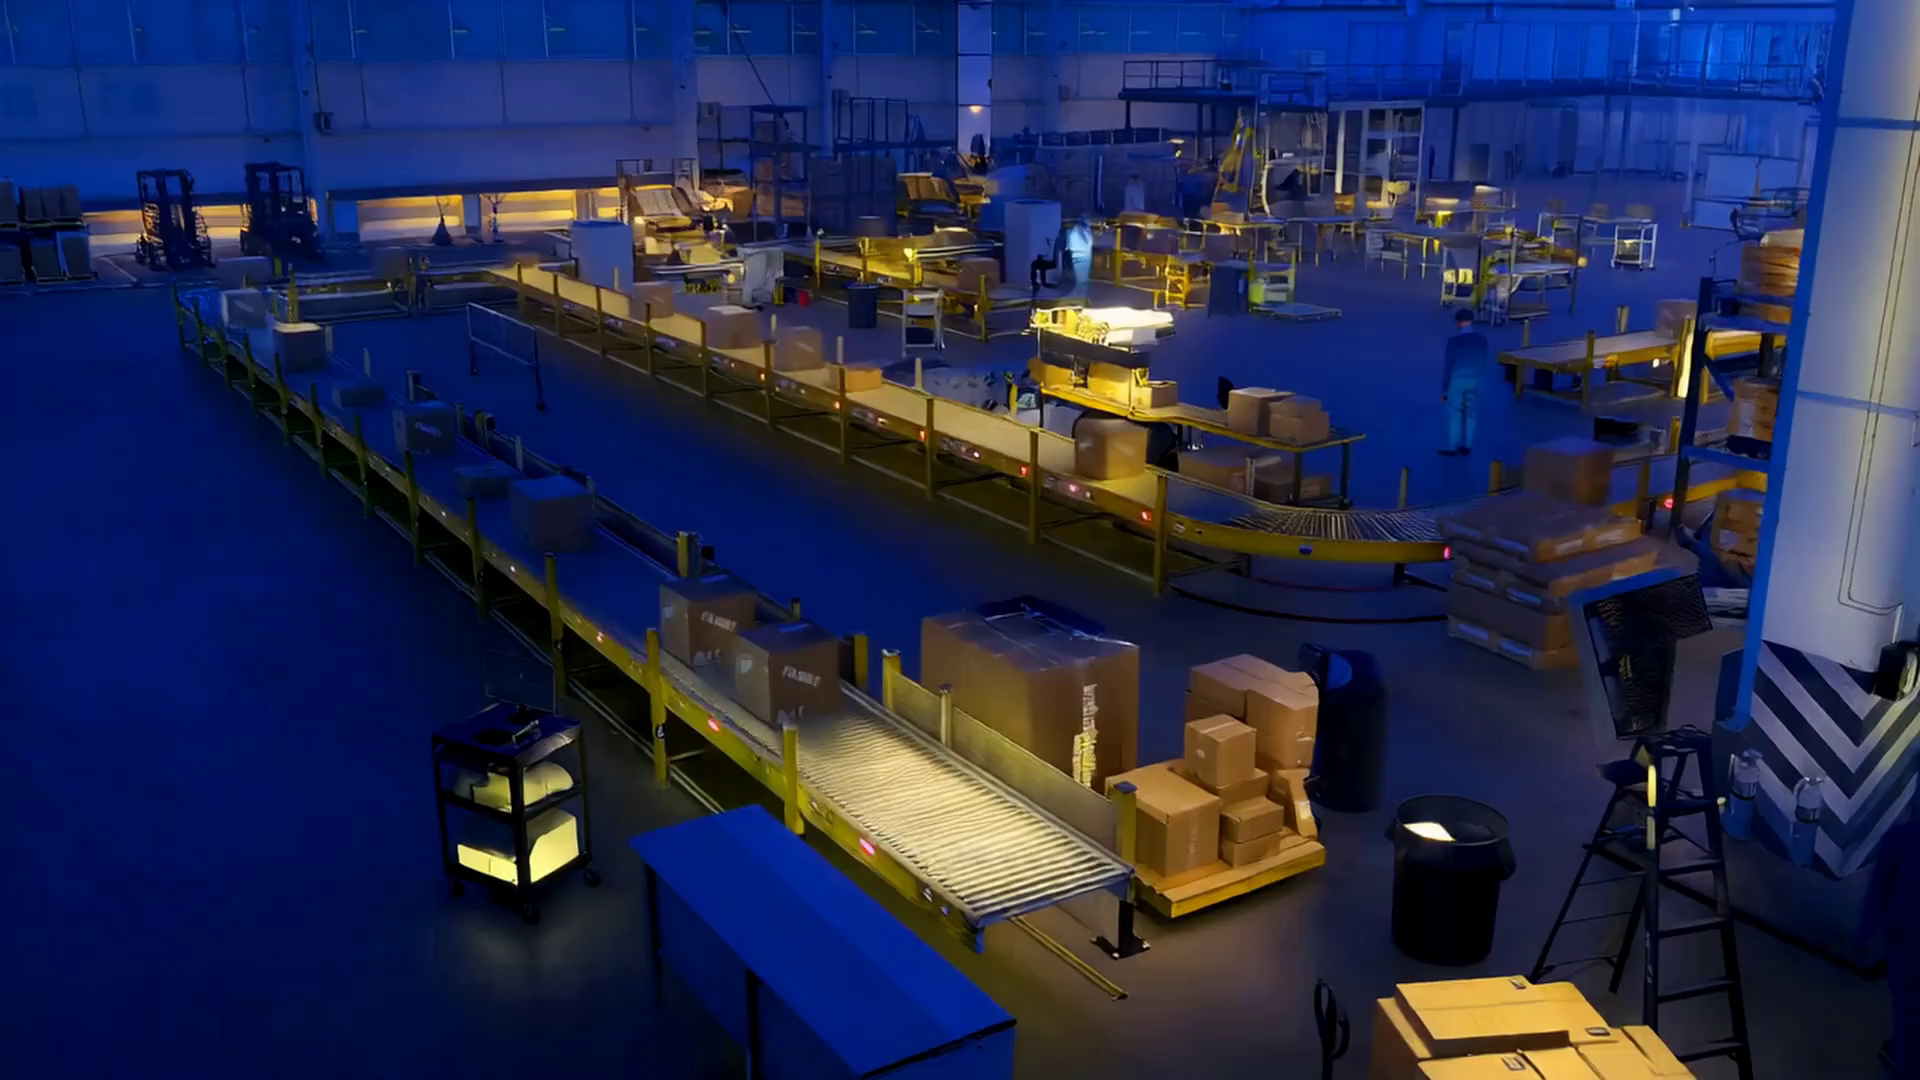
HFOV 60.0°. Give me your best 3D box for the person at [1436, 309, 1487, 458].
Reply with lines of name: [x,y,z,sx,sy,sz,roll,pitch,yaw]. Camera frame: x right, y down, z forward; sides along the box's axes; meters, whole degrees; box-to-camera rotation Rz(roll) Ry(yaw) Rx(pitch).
person: [6.126,-1.912,20.376,0.587,1.826,0.404,-8,18,-24]

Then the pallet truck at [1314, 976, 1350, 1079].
pallet truck: [2.299,2.390,7.086,1.601,1.201,0.680,-2,17,-7]

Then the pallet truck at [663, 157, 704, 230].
pallet truck: [-7.586,-9.308,44.692,0.823,1.965,1.885,-11,20,-33]

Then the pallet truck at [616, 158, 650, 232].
pallet truck: [-8.918,-9.176,44.255,0.823,1.965,1.885,-9,19,-27]

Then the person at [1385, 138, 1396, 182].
person: [14.487,-12.711,56.281,0.507,1.845,0.345,-14,22,-40]

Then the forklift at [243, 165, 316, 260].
forklift: [-15.898,-7.669,38.708,1.157,1.987,2.680,-11,20,-33]

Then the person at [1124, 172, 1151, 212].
person: [4.435,-8.124,40.978,0.950,1.856,0.742,9,19,29]

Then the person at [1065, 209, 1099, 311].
person: [2.302,-5.103,30.734,0.625,1.976,1.054,-16,23,-42]

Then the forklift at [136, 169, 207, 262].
forklift: [-17.842,-7.318,37.559,1.157,1.987,2.680,-10,20,-31]

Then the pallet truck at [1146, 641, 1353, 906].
pallet truck: [1.664,1.407,10.232,1.630,1.274,0.653,-10,20,-31]

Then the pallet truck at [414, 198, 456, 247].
pallet truck: [-13.250,-8.060,41.856,0.680,1.201,1.601,-10,20,-31]

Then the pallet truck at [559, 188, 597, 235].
pallet truck: [-10.010,-8.652,43.699,0.653,1.274,1.630,-10,20,-31]

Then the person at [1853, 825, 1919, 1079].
person: [4.606,1.913,7.815,0.657,1.712,0.839,4,17,14]

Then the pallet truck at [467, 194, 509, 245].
pallet truck: [-11.983,-8.177,42.137,0.704,1.261,1.522,-11,20,-33]
